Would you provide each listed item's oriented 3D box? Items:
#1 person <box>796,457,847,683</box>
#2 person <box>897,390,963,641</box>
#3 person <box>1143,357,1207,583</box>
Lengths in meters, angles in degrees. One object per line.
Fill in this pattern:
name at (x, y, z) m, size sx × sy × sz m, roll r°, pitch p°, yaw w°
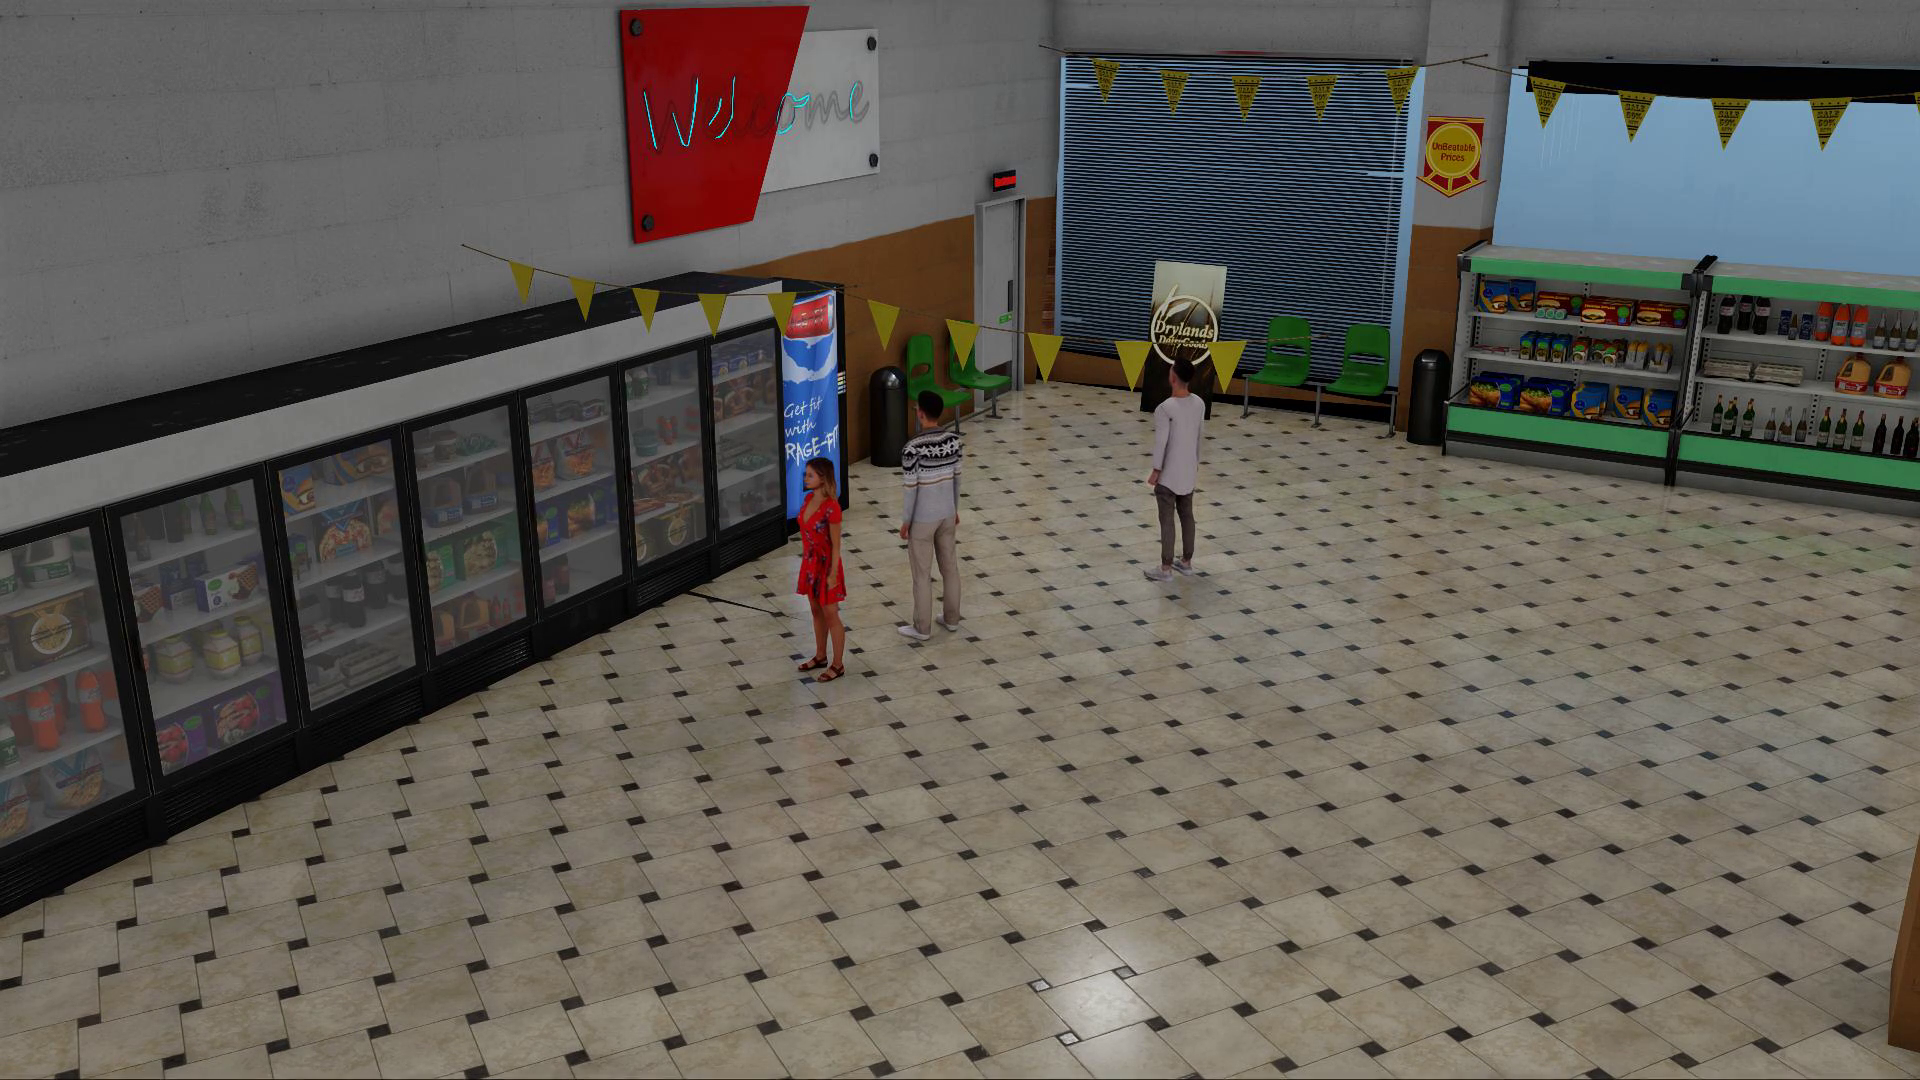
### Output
person at (-0.943, 0.191, 11.518) m, size 0.710 × 1.592 × 0.606 m, roll -12°, pitch 22°, yaw -33°
person at (-0.205, -0.185, 12.213) m, size 0.753 × 1.861 × 0.702 m, roll -15°, pitch 24°, yaw -37°
person at (1.751, -0.579, 13.411) m, size 0.741 × 1.841 × 0.703 m, roll -14°, pitch 23°, yaw -36°
